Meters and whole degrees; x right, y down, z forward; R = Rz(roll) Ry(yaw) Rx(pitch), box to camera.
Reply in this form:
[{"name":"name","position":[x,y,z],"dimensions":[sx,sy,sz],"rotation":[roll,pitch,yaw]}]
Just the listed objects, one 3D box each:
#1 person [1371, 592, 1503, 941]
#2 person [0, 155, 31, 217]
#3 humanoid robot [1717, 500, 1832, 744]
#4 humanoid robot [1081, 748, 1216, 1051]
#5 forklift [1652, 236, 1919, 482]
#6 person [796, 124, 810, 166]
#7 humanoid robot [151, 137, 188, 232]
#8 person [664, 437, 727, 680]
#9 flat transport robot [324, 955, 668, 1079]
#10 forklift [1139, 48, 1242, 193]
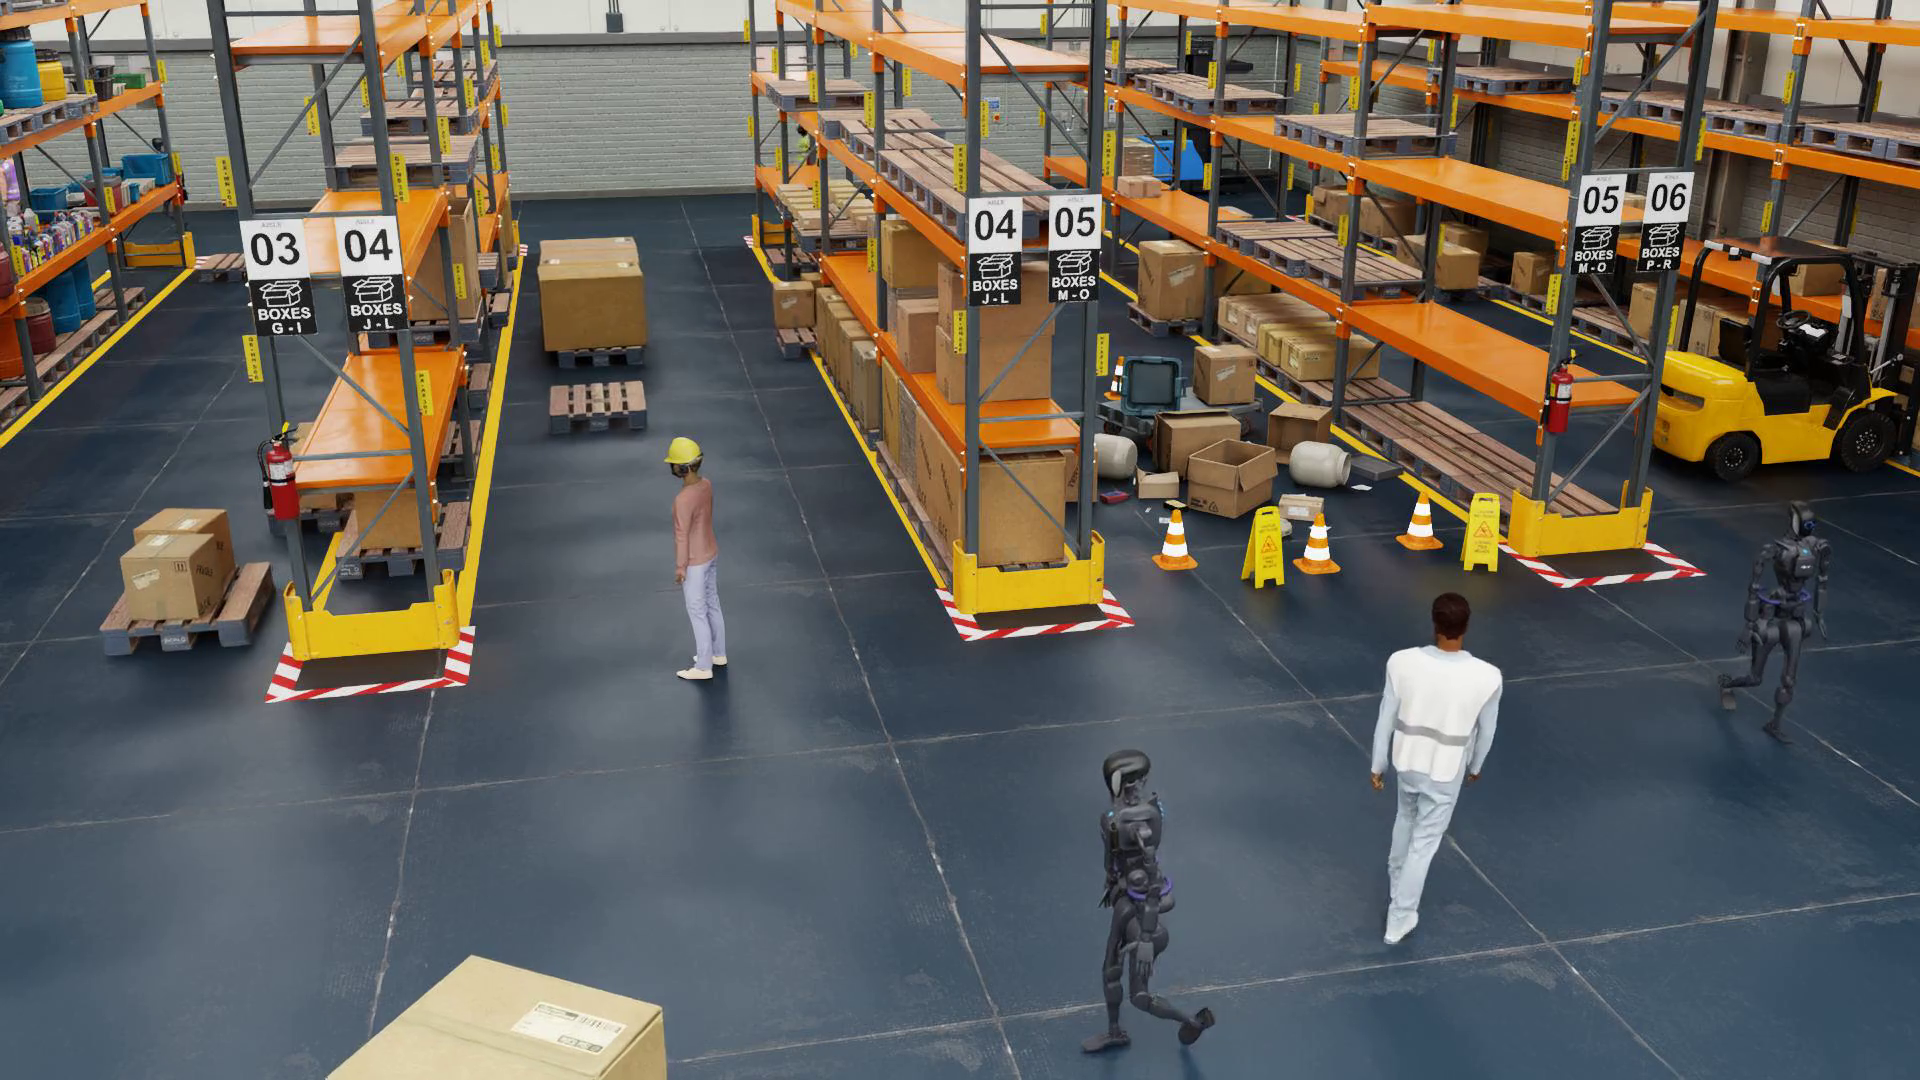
[{"name":"person","position":[2.520,1.157,8.765],"dimensions":[0.588,1.880,0.803],"rotation":[13,24,31]},{"name":"person","position":[-15.343,-5.539,27.081],"dimensions":[0.348,1.688,0.490],"rotation":[11,23,26]},{"name":"humanoid robot","position":[5.364,0.481,10.920],"dimensions":[0.611,1.636,0.611],"rotation":[-3,21,-9]},{"name":"humanoid robot","position":[0.886,1.668,7.709],"dimensions":[0.610,1.624,0.612],"rotation":[-5,21,-14]},{"name":"forklift","position":[8.013,-1.814,16.330],"dimensions":[2.313,2.155,1.214],"rotation":[-4,21,-12]},{"name":"person","position":[-2.879,-6.932,30.833],"dimensions":[0.397,1.684,0.538],"rotation":[-1,20,-3]},{"name":"humanoid robot","position":[-13.526,-6.078,28.545],"dimensions":[0.435,1.638,0.615],"rotation":[5,21,13]},{"name":"person","position":[-1.879,0.127,11.724],"dimensions":[0.342,1.756,0.516],"rotation":[4,21,11]},{"name":"flat transport robot","position":[-1.651,2.908,6.372],"dimensions":[1.431,0.231,0.659],"rotation":[-17,26,-39]},{"name":"forklift","position":[4.566,-8.313,32.860],"dimensions":[1.873,2.768,1.129],"rotation":[-4,21,-12]}]
